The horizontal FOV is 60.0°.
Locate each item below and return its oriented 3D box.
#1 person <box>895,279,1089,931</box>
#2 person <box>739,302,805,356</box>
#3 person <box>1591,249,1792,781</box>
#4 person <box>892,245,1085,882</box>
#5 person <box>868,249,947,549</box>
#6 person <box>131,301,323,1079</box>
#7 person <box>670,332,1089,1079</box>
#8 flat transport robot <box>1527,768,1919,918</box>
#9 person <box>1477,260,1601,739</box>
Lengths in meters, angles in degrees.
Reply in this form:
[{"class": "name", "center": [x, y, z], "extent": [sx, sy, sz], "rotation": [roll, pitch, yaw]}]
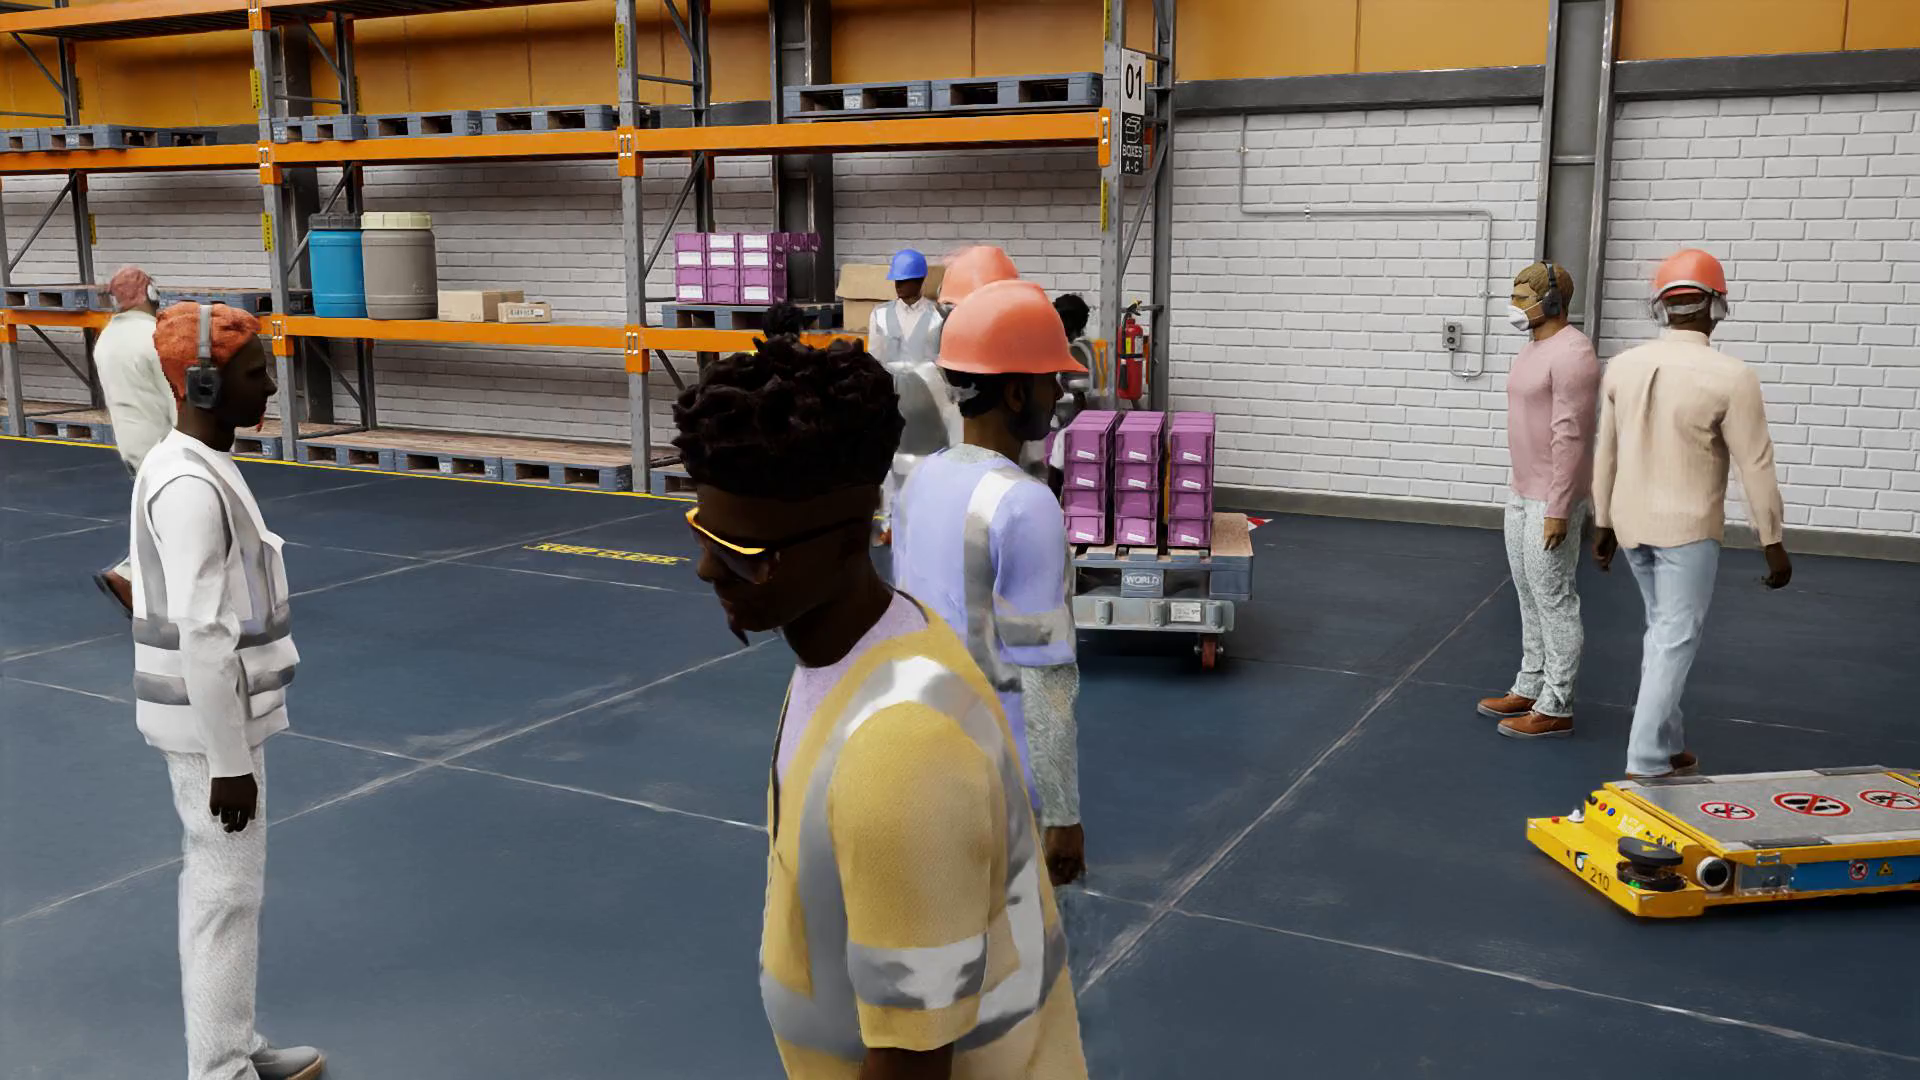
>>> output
[{"class": "person", "center": [0.083, 0.451, 3.382], "extent": [0.354, 1.939, 0.544], "rotation": [-6, 12, -29]}, {"class": "person", "center": [-1.048, -0.510, 9.388], "extent": [0.562, 1.666, 0.452], "rotation": [2, 11, 10]}, {"class": "person", "center": [2.620, -0.036, 5.949], "extent": [0.548, 1.972, 0.685], "rotation": [-4, 11, -23]}, {"class": "person", "center": [0.007, 0.043, 5.451], "extent": [1.017, 2.007, 0.620], "rotation": [10, 14, 42]}, {"class": "person", "center": [-0.309, -0.895, 10.744], "extent": [0.608, 1.941, 0.405], "rotation": [3, 11, 14]}, {"class": "person", "center": [-1.650, 0.416, 3.720], "extent": [0.337, 1.883, 0.584], "rotation": [-5, 11, -24]}, {"class": "person", "center": [-0.086, 0.710, 2.014], "extent": [0.941, 1.906, 0.635], "rotation": [-3, 11, -14]}, {"class": "flat transport robot", "center": [2.629, 0.938, 5.284], "extent": [1.431, 0.197, 0.652], "rotation": [-2, 10, -10]}, {"class": "person", "center": [2.379, -0.163, 6.784], "extent": [0.367, 1.932, 0.627], "rotation": [0, 10, 0]}]
